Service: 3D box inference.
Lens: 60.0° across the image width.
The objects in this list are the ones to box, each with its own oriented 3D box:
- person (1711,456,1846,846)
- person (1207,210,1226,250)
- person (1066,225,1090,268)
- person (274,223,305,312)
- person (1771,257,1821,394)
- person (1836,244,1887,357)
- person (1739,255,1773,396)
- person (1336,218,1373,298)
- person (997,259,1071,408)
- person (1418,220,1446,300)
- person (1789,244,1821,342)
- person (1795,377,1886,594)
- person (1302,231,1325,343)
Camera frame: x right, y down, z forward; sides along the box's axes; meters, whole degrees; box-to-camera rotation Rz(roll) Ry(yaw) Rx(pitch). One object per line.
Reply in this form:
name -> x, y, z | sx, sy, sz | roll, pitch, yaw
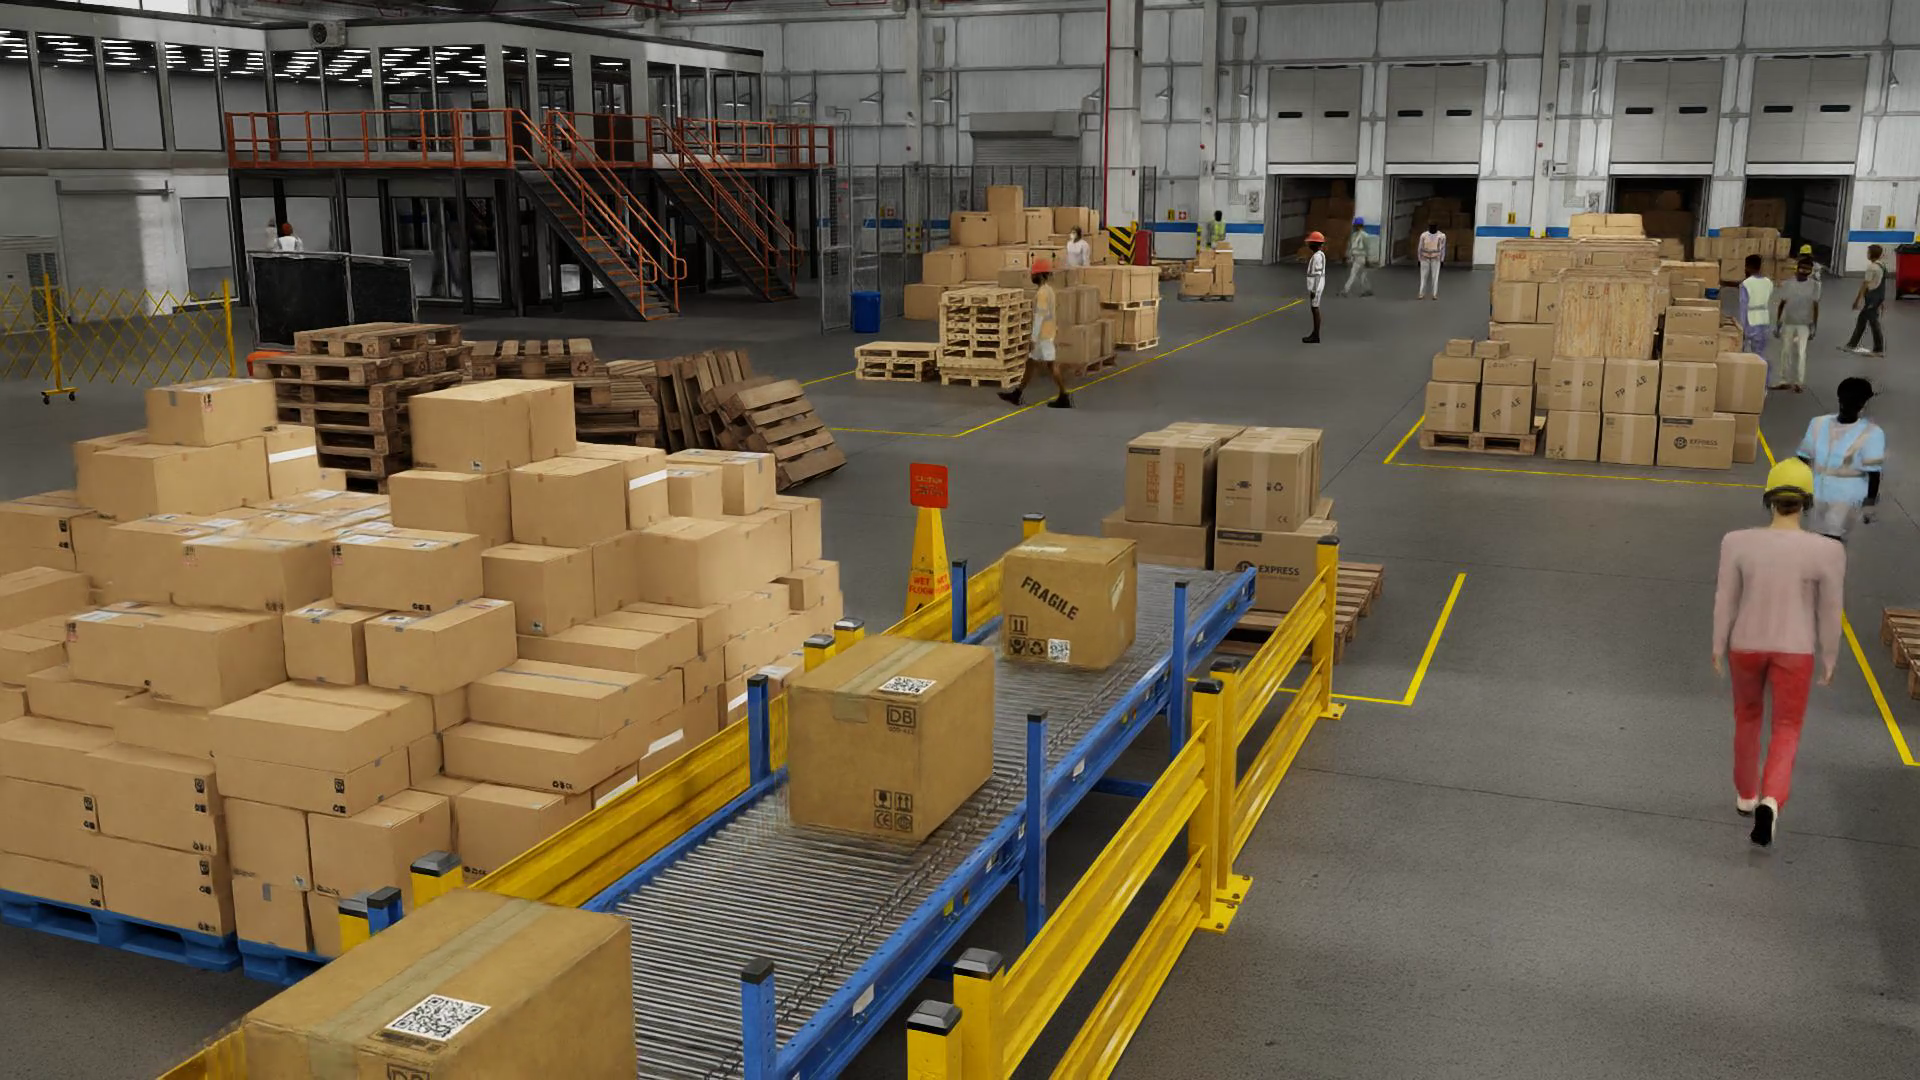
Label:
person -> 3.682, 0.496, 7.541 | 0.530, 1.744, 0.746 | 7, 15, 30
person -> 7.601, -8.794, 49.020 | 0.641, 1.824, 0.605 | -5, 13, -21
person -> 2.277, -5.185, 32.574 | 0.352, 1.937, 0.635 | -9, 16, -36
person -> -14.348, -5.839, 35.631 | 0.583, 1.882, 0.341 | -5, 14, -21
person -> 11.383, -2.916, 22.640 | 0.518, 1.838, 0.569 | 10, 16, 38
person -> 14.726, -3.895, 27.083 | 0.516, 1.808, 0.892 | -12, 17, -42
person -> 10.658, -2.914, 22.524 | 0.605, 1.875, 0.866 | -6, 14, -24
person -> 9.439, -6.689, 39.484 | 1.047, 1.866, 0.590 | -3, 13, -14
person -> 0.980, -2.615, 21.158 | 0.975, 1.882, 0.565 | 2, 13, 8
person -> 10.997, -6.533, 38.840 | 0.627, 1.844, 0.429 | 5, 13, 21
person -> 14.905, -4.370, 29.402 | 0.496, 1.725, 0.538 | 7, 14, 29
person -> 5.792, -0.266, 11.149 | 0.800, 1.655, 0.566 | -5, 14, -22
person -> 6.208, -4.422, 29.145 | 0.347, 1.941, 0.550 | 3, 13, 12
